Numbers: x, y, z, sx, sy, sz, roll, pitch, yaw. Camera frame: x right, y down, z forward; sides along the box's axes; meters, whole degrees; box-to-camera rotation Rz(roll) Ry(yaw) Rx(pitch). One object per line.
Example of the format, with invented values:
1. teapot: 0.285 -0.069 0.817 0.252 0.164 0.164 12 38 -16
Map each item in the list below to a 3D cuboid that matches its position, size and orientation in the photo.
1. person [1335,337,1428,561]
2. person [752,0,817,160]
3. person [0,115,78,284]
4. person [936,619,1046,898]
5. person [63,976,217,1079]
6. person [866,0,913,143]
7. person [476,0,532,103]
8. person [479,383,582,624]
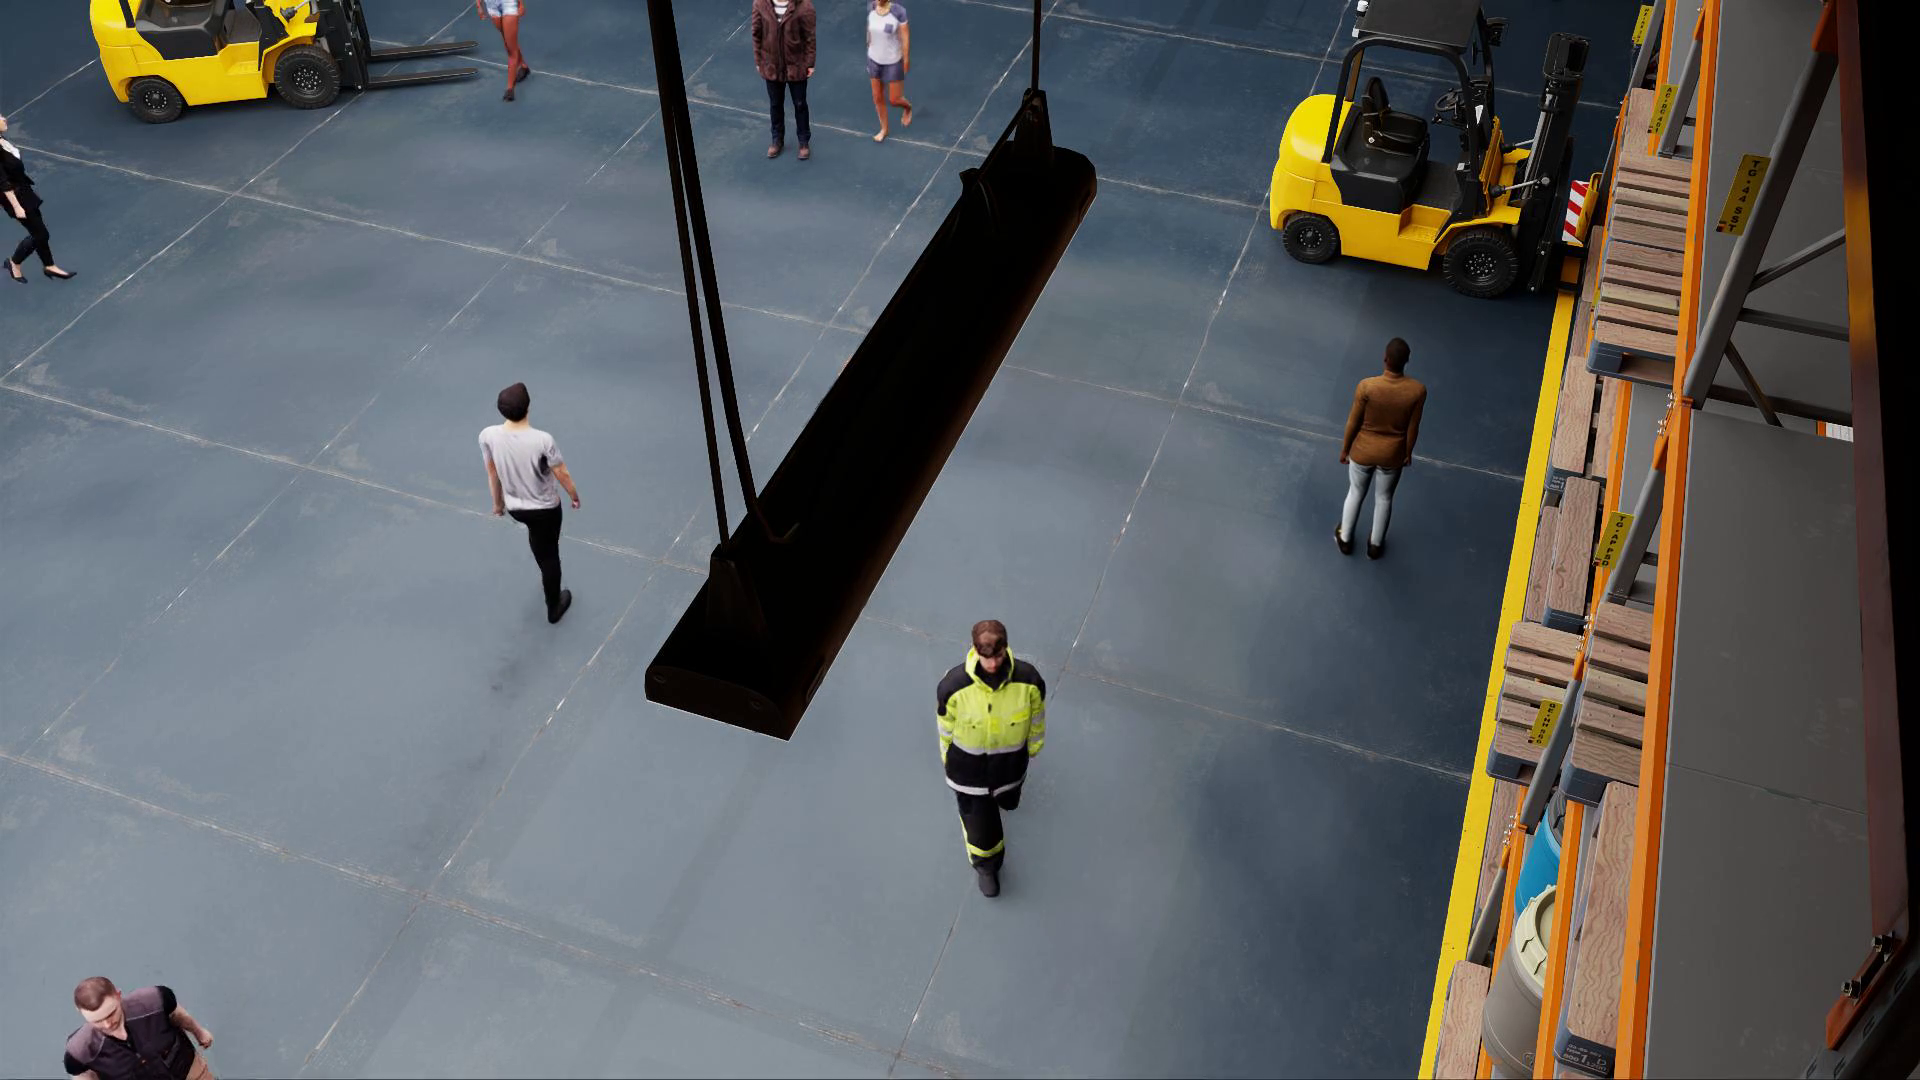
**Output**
1. person: 2.846 -0.600 11.302 0.667 1.816 0.597 8 44 8
2. person: -1.602 -4.392 15.259 0.812 1.848 0.755 5 44 5
3. person: -7.857 -2.796 13.728 0.882 1.650 0.828 -14 45 -14
4. person: 0.157 1.115 9.396 1.100 1.962 1.243 -7 44 -8
5. person: -3.921 2.518 8.035 1.111 1.806 1.093 -30 51 -27
6. person: -0.658 -4.520 15.568 0.598 1.607 0.699 19 47 19
7. person: -4.436 -5.239 16.249 0.682 1.709 1.081 8 44 8
8. person: -2.816 -0.179 10.838 0.770 1.846 0.858 7 44 7
